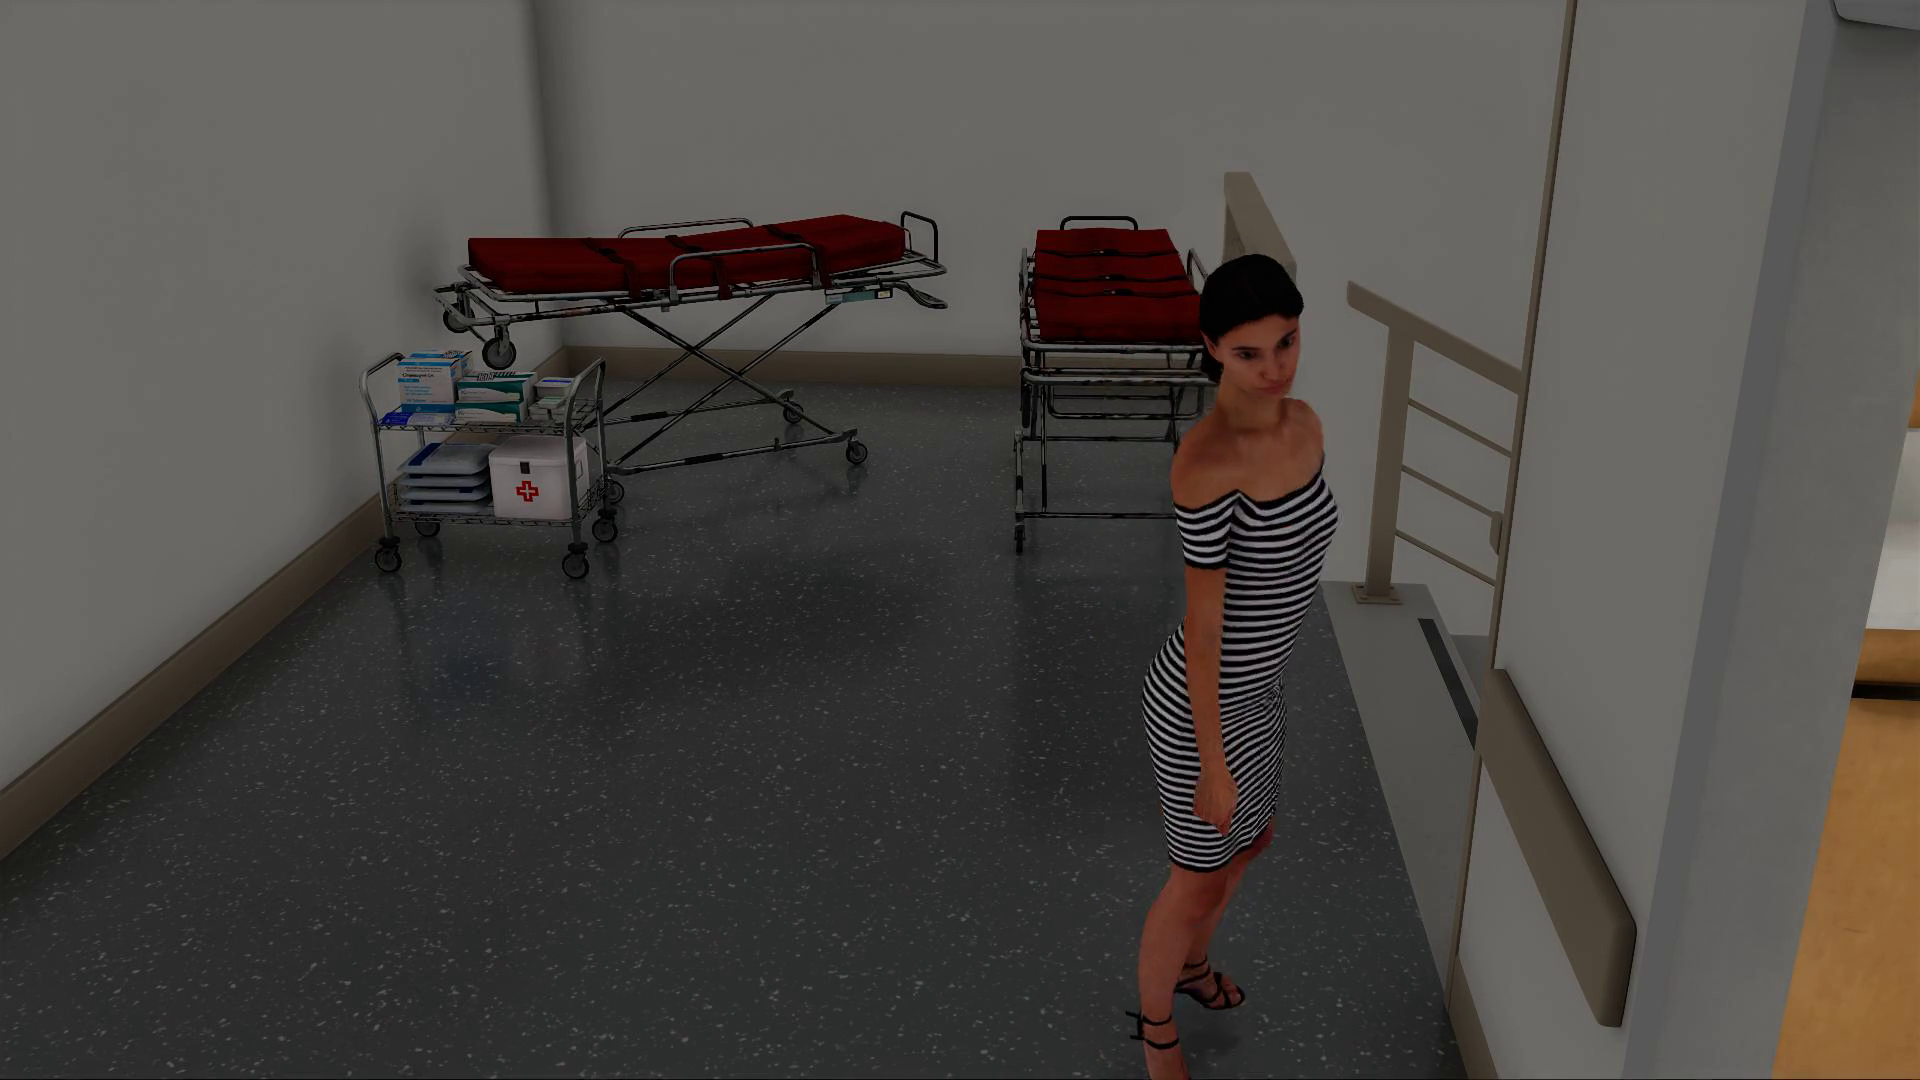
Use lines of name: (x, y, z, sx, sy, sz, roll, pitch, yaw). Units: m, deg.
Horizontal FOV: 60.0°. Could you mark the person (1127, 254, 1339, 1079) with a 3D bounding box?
person: (0.469, 0.324, 3.202, 0.912, 1.792, 0.786, 9, 22, 21)
